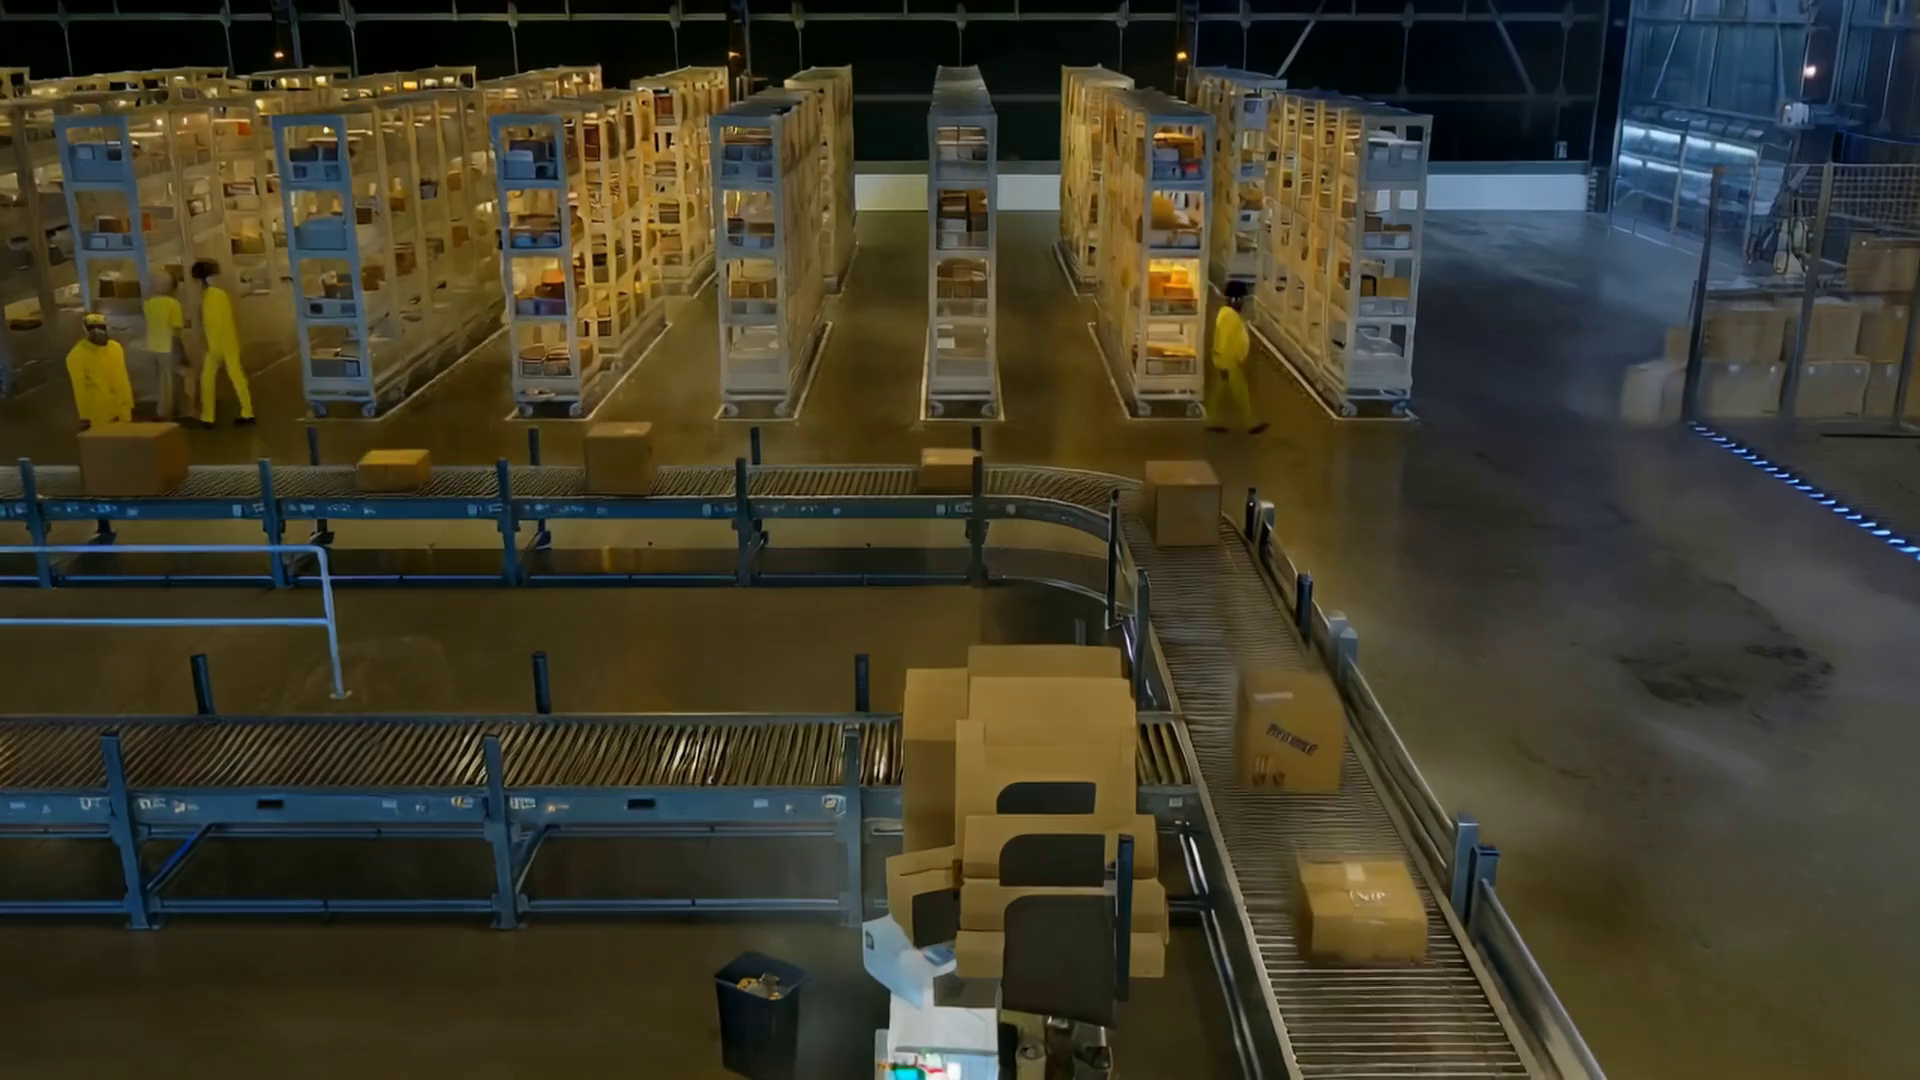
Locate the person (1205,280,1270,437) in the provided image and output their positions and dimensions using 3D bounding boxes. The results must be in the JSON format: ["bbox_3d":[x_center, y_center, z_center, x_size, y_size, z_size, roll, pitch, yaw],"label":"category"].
[{"bbox_3d":[3.233,-2.076,19.107,0.821,1.801,0.621,1,18,3],"label":"person"}]

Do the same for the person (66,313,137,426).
[{"bbox_3d":[-8.514,-1.319,16.621,0.405,1.905,0.650,6,19,18],"label":"person"}]

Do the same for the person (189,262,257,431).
[{"bbox_3d":[-8.746,-2.263,19.425,0.842,1.957,0.636,-1,18,-2],"label":"person"}]

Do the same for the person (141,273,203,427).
[{"bbox_3d":[-9.237,-2.235,19.598,0.638,1.805,0.676,7,19,20],"label":"person"}]
